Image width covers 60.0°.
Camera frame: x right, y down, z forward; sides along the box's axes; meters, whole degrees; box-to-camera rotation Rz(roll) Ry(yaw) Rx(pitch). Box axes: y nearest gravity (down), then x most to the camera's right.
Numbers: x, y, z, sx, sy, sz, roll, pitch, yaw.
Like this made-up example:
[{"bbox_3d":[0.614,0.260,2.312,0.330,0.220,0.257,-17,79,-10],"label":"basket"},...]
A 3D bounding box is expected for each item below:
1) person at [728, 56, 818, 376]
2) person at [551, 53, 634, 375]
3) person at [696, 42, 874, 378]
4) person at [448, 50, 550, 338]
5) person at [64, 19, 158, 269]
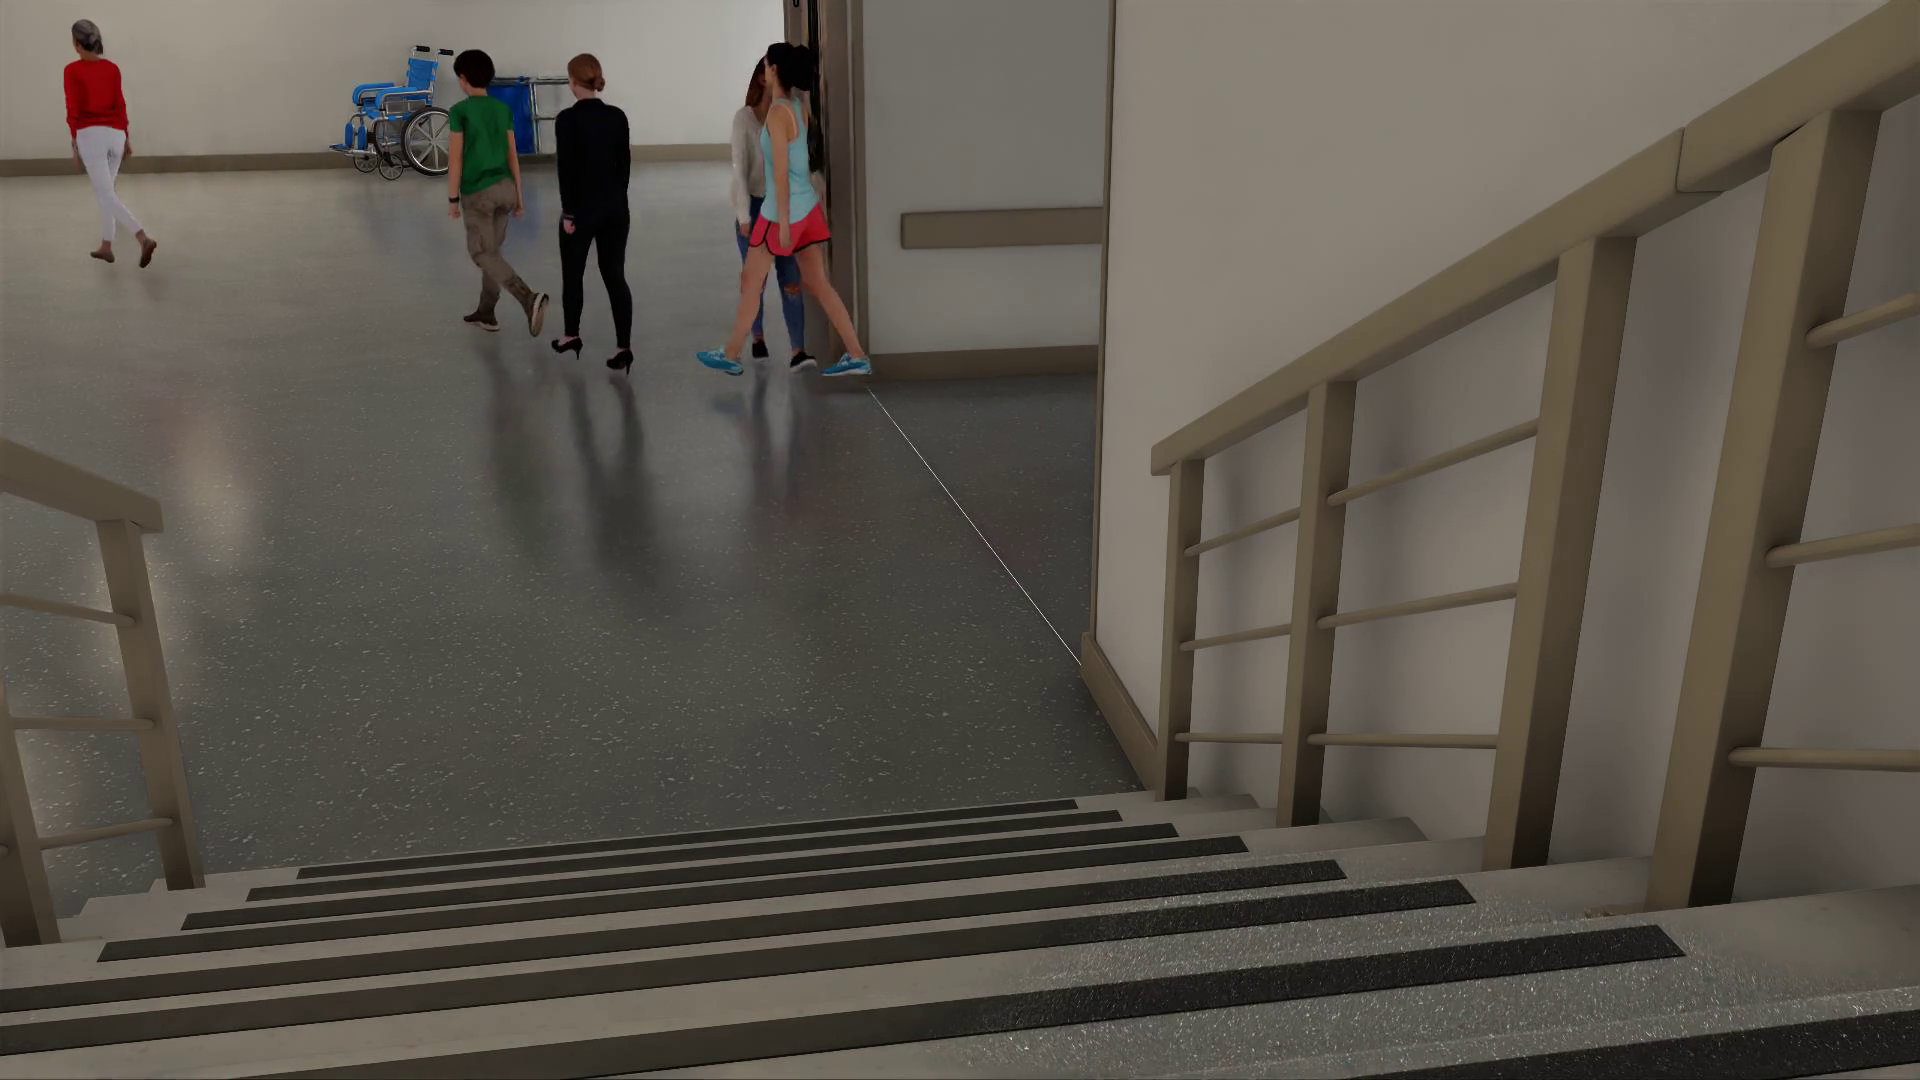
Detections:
[{"bbox_3d":[-1.073,-1.728,8.942,0.799,1.649,1.095,-8,22,-19],"label":"person"},{"bbox_3d":[-1.882,-1.695,8.840,0.915,1.660,1.020,-19,28,-41],"label":"person"},{"bbox_3d":[-0.796,-1.627,8.588,1.010,1.710,1.215,5,21,13],"label":"person"},{"bbox_3d":[-2.665,-1.932,9.577,1.055,1.580,0.959,16,26,37],"label":"person"},{"bbox_3d":[-5.872,-2.690,11.461,1.073,1.665,1.034,13,24,31],"label":"person"}]
